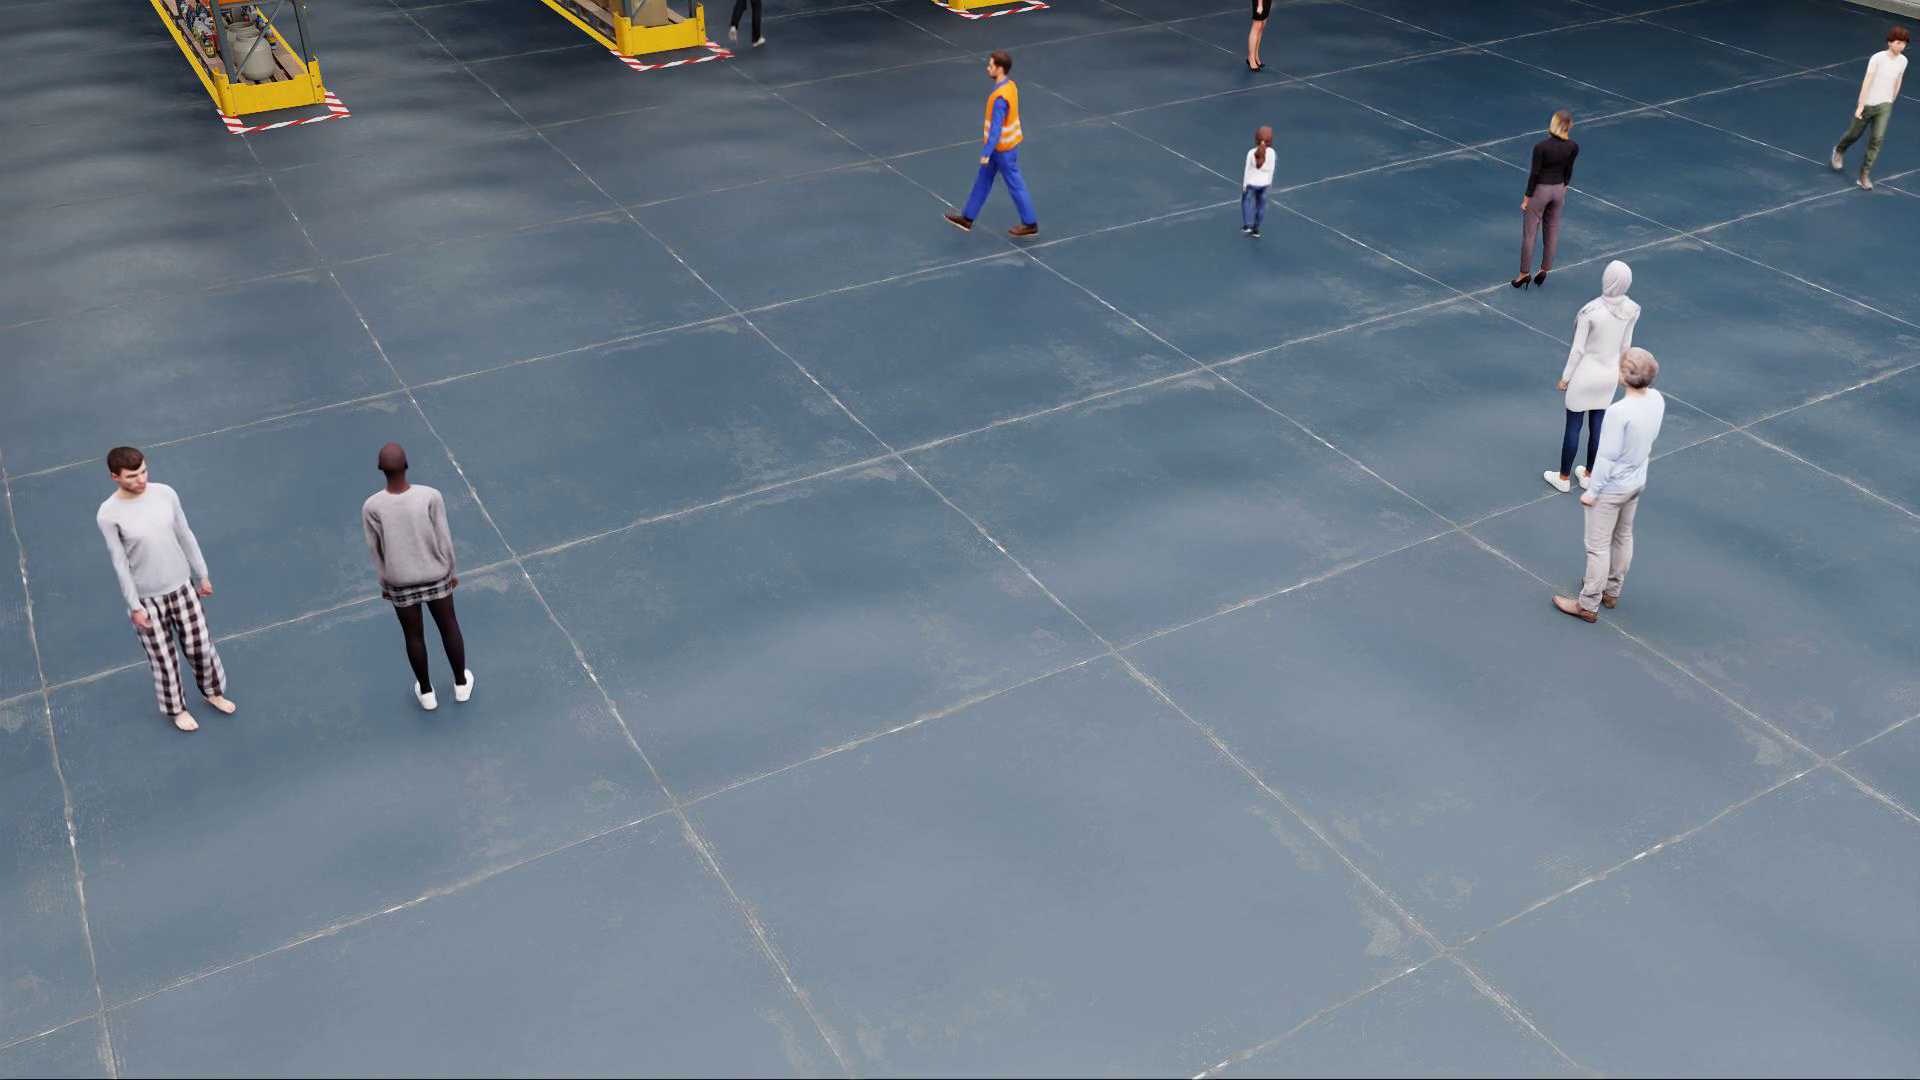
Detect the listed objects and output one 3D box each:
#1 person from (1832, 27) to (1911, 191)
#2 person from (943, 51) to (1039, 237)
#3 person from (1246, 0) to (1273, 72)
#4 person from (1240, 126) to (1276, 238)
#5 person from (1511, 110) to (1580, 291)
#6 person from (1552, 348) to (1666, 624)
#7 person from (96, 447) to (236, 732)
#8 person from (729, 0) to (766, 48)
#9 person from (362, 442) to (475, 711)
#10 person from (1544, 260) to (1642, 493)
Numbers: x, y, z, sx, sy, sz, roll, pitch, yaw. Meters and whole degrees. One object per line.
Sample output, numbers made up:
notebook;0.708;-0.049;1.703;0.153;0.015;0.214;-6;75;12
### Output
person;9.616;-4.592;17.571;0.984;1.626;1.136;4;32;6
person;0.502;-3.771;16.094;1.194;1.812;1.245;2;32;3
person;3.825;-6.807;21.062;0.655;1.648;0.641;16;36;23
person;2.943;-3.513;16.348;0.528;1.106;0.576;-2;32;-4
person;5.337;-3.092;15.150;0.642;1.672;0.600;-9;33;-13
person;4.190;-0.348;10.597;0.671;1.888;0.591;-21;38;-29
person;-4.666;0.270;9.656;0.652;1.847;0.700;25;40;34
person;-2.855;-7.319;21.785;0.931;1.743;0.980;11;34;17
person;-3.202;0.215;9.814;0.652;1.772;0.584;-11;34;-17
person;4.577;-1.171;12.008;0.680;1.775;0.648;-5;33;-7
